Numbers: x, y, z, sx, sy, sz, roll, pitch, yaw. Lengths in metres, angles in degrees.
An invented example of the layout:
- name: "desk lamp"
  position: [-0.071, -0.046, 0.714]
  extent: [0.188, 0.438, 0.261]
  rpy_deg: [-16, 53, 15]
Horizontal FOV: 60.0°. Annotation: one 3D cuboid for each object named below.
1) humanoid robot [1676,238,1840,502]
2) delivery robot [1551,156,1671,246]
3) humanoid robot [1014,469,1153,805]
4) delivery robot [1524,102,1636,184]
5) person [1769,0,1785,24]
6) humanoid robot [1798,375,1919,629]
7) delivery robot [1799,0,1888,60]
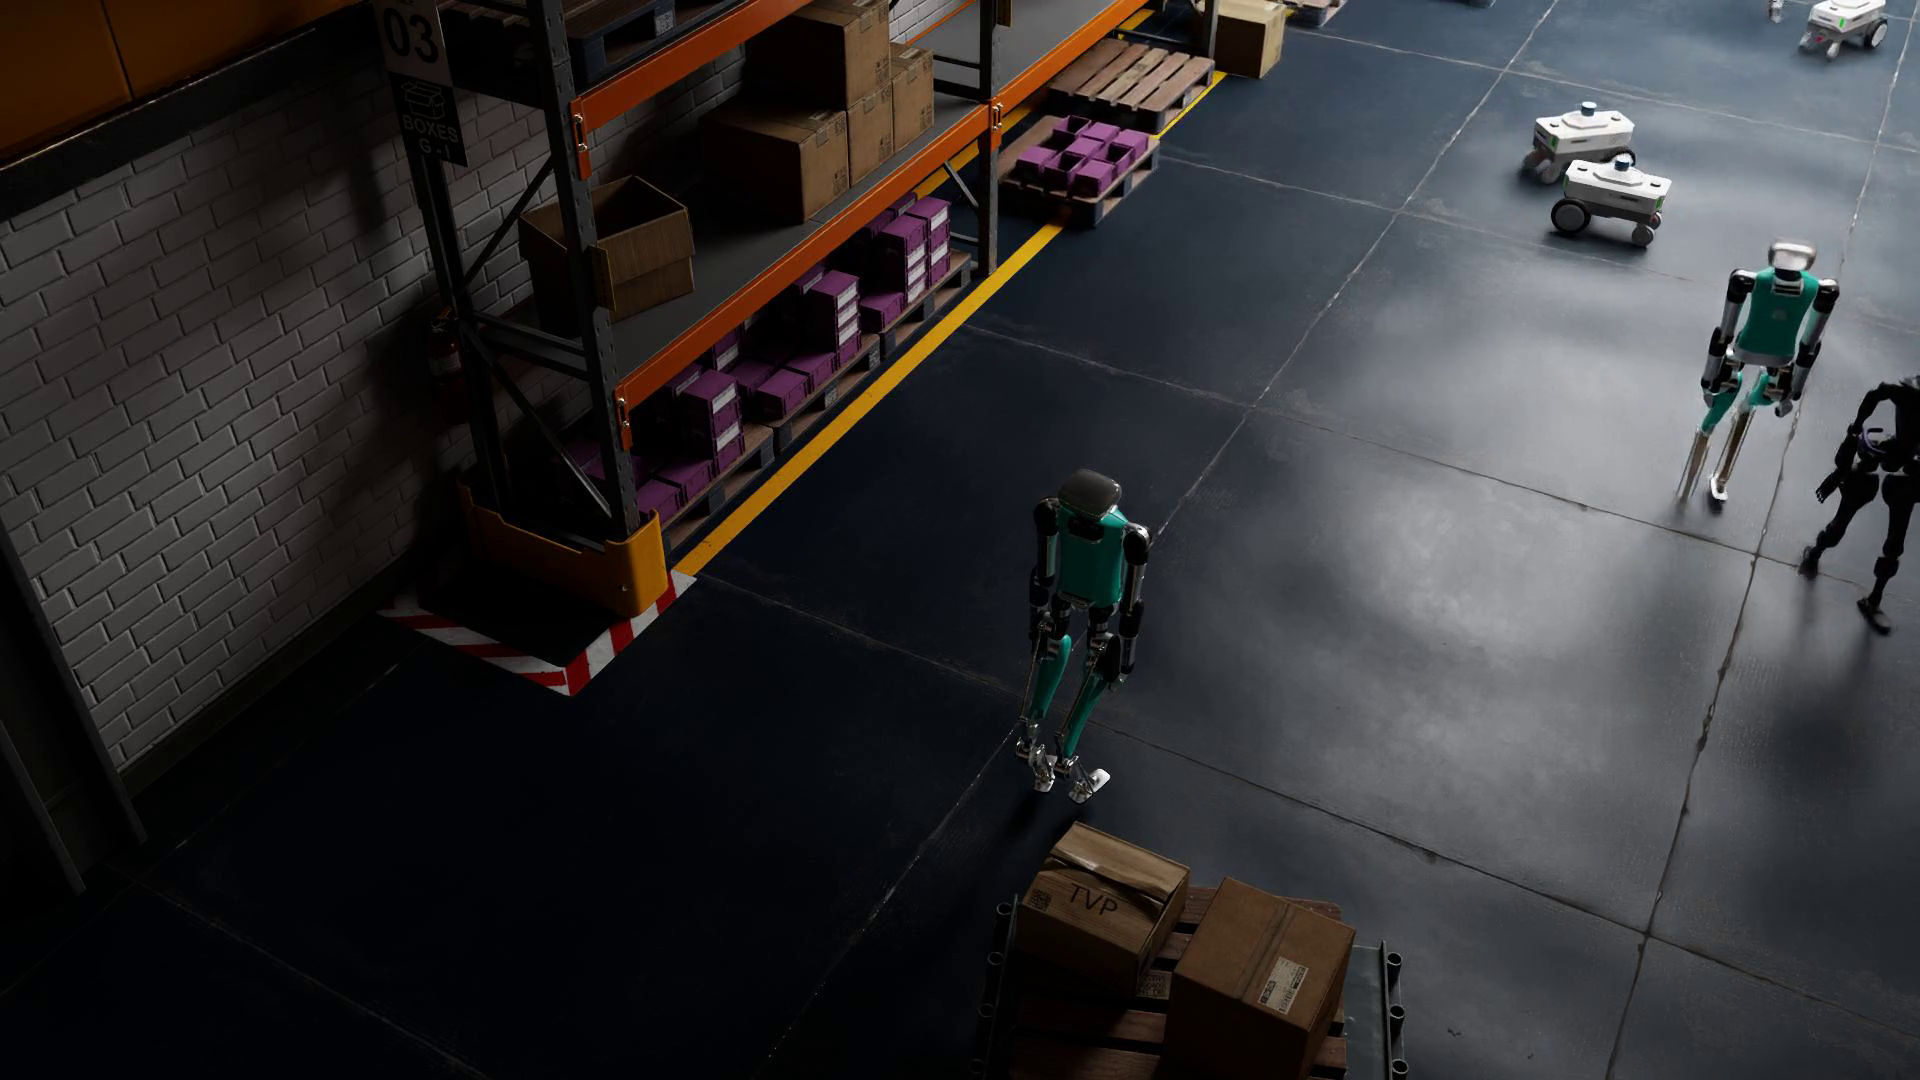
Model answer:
- name: "humanoid robot"
  position: [4.373, -0.922, 9.259]
  extent: [0.553, 1.863, 0.743]
  rpy_deg: [11, 40, 14]
- name: "delivery robot"
  position: [4.761, -2.516, 12.113]
  extent: [0.739, 0.566, 0.499]
  rpy_deg: [19, 42, 22]
- name: "humanoid robot"
  position: [0.449, 0.537, 7.265]
  extent: [0.533, 1.677, 0.735]
  rpy_deg: [19, 42, 22]
- name: "delivery robot"
  position: [4.822, -3.081, 12.852]
  extent: [0.786, 0.608, 0.499]
  rpy_deg: [-8, 39, -10]
- name: "person"
  position: [7.527, -5.736, 15.076]
  extent: [0.536, 1.918, 0.659]
  rpy_deg: [6, 39, 8]
- name: "humanoid robot"
  position: [4.776, -0.341, 8.541]
  extent: [0.606, 1.645, 0.618]
  rpy_deg: [7, 39, 9]
- name: "delivery robot"
  position: [7.867, -4.625, 14.781]
  extent: [0.808, 0.606, 0.499]
  rpy_deg: [-25, 45, -28]
